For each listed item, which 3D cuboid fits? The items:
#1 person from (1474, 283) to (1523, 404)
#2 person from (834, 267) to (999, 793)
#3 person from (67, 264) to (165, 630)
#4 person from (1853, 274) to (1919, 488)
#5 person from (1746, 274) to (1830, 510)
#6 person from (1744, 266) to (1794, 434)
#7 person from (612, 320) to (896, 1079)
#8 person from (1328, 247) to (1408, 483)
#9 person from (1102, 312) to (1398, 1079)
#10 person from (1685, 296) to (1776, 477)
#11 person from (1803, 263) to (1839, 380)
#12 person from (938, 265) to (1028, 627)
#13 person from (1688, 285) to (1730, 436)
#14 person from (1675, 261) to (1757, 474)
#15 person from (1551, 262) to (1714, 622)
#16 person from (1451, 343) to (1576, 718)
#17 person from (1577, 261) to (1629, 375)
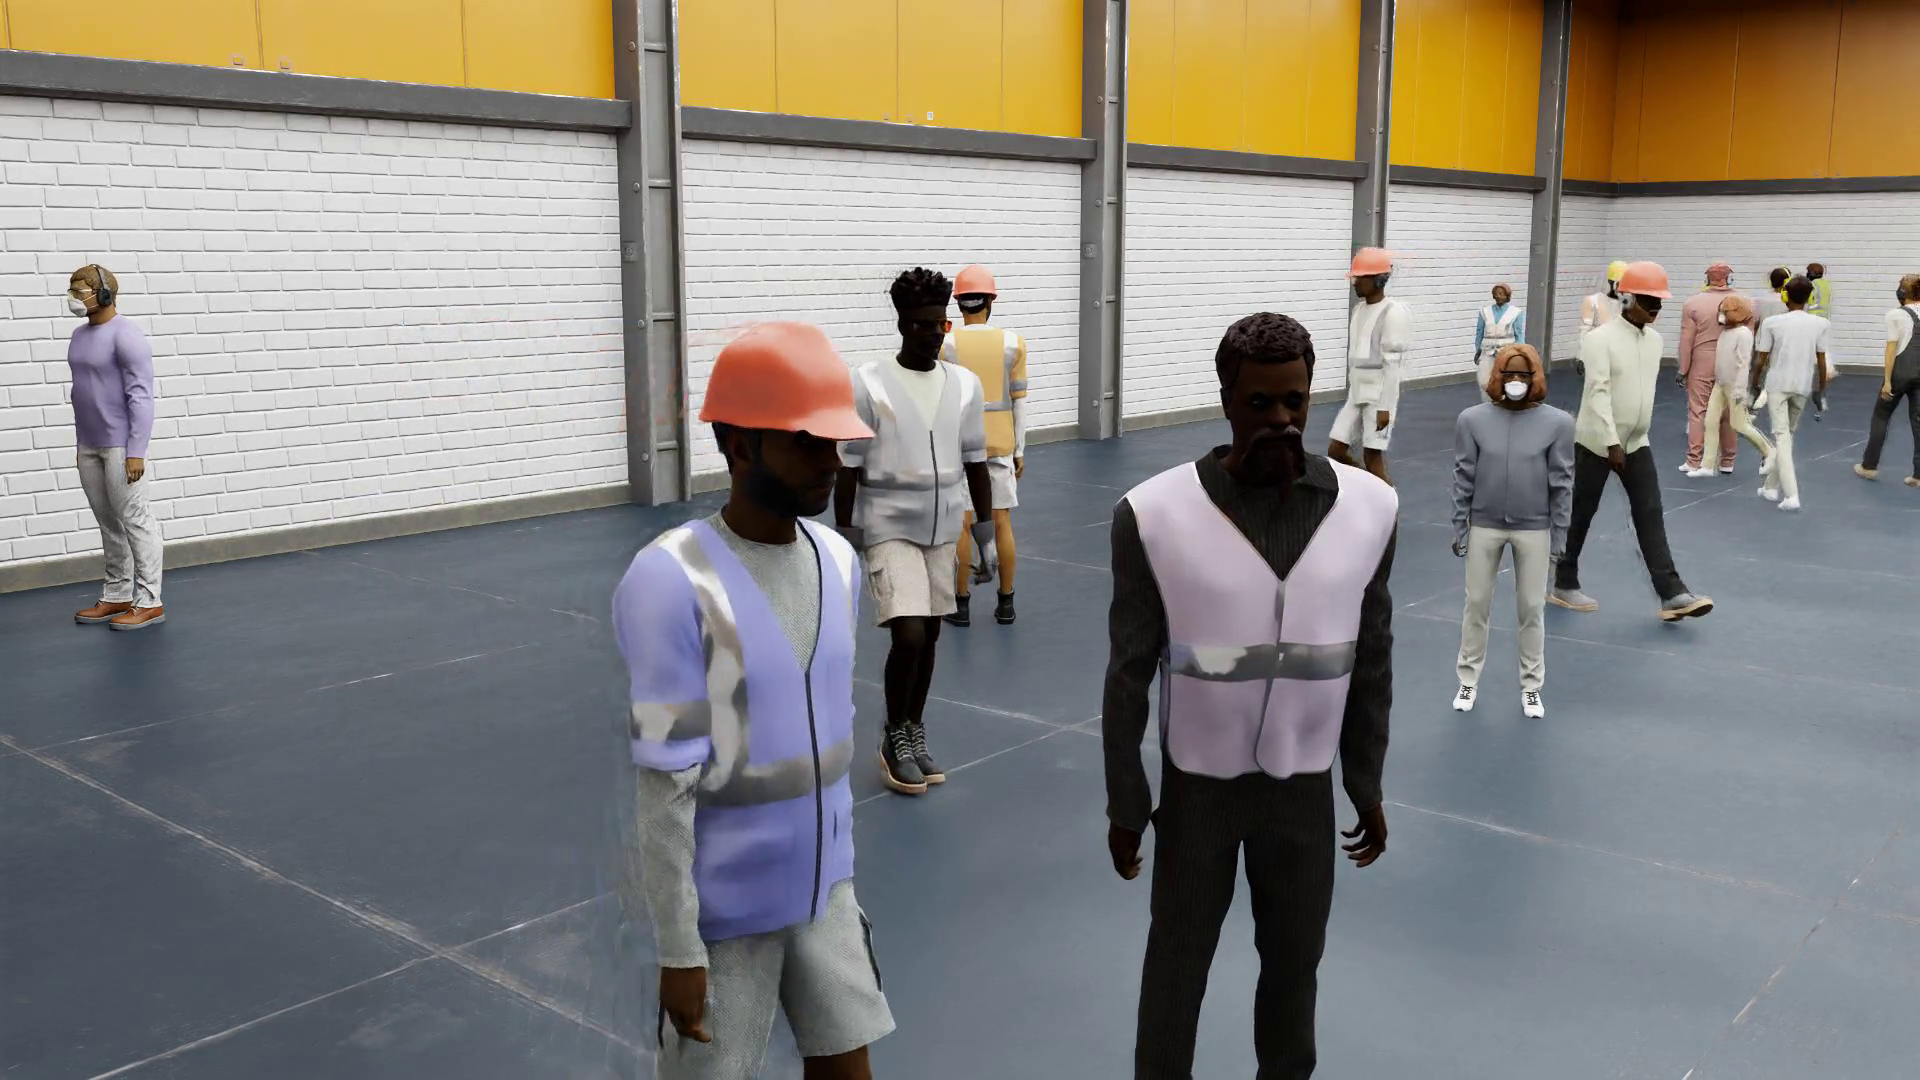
[{"bbox_3d":[6.103,-2.100,18.893,0.546,1.621,0.395,6,12,32],"label":"person"},{"bbox_3d":[-0.136,-0.020,6.143,0.643,1.947,0.537,-7,12,-33],"label":"person"},{"bbox_3d":[-4.528,-0.493,8.877,0.630,1.940,0.372,7,12,33],"label":"person"},{"bbox_3d":[8.098,-1.369,14.285,0.526,1.793,0.875,0,10,-2],"label":"person"},{"bbox_3d":[6.483,-1.162,13.042,0.540,1.826,0.962,1,10,6],"label":"person"},{"bbox_3d":[8.737,-2.022,17.911,0.926,1.835,0.517,-5,11,-25],"label":"person"},{"bbox_3d":[-0.404,0.569,2.915,0.785,1.914,0.553,8,13,39],"label":"person"},{"bbox_3d":[2.774,-0.966,11.329,0.417,2.031,0.609,-4,11,-20],"label":"person"},{"bbox_3d":[0.581,0.488,3.416,0.604,1.904,0.409,-2,10,-12],"label":"person"},{"bbox_3d":[6.854,-1.346,14.674,0.721,1.607,0.501,-1,10,-8],"label":"person"},{"bbox_3d":[13.100,-3.340,25.479,0.634,1.808,0.930,-8,13,-39],"label":"person"},{"bbox_3d":[0.087,-0.495,8.916,0.542,1.931,0.375,-2,10,-10],"label":"person"},{"bbox_3d":[7.685,-1.818,17.021,0.415,1.724,0.501,-7,12,-35],"label":"person"},{"bbox_3d":[6.757,-1.539,14.937,0.642,1.905,0.399,1,10,6],"label":"person"},{"bbox_3d":[3.637,-0.515,8.989,0.605,1.934,1.017,-5,11,-24],"label":"person"},{"bbox_3d":[2.376,-0.039,7.194,0.497,1.626,0.288,4,11,22],"label":"person"},{"bbox_3d":[6.472,-1.813,16.565,0.613,1.882,0.953,3,10,18],"label":"person"}]
